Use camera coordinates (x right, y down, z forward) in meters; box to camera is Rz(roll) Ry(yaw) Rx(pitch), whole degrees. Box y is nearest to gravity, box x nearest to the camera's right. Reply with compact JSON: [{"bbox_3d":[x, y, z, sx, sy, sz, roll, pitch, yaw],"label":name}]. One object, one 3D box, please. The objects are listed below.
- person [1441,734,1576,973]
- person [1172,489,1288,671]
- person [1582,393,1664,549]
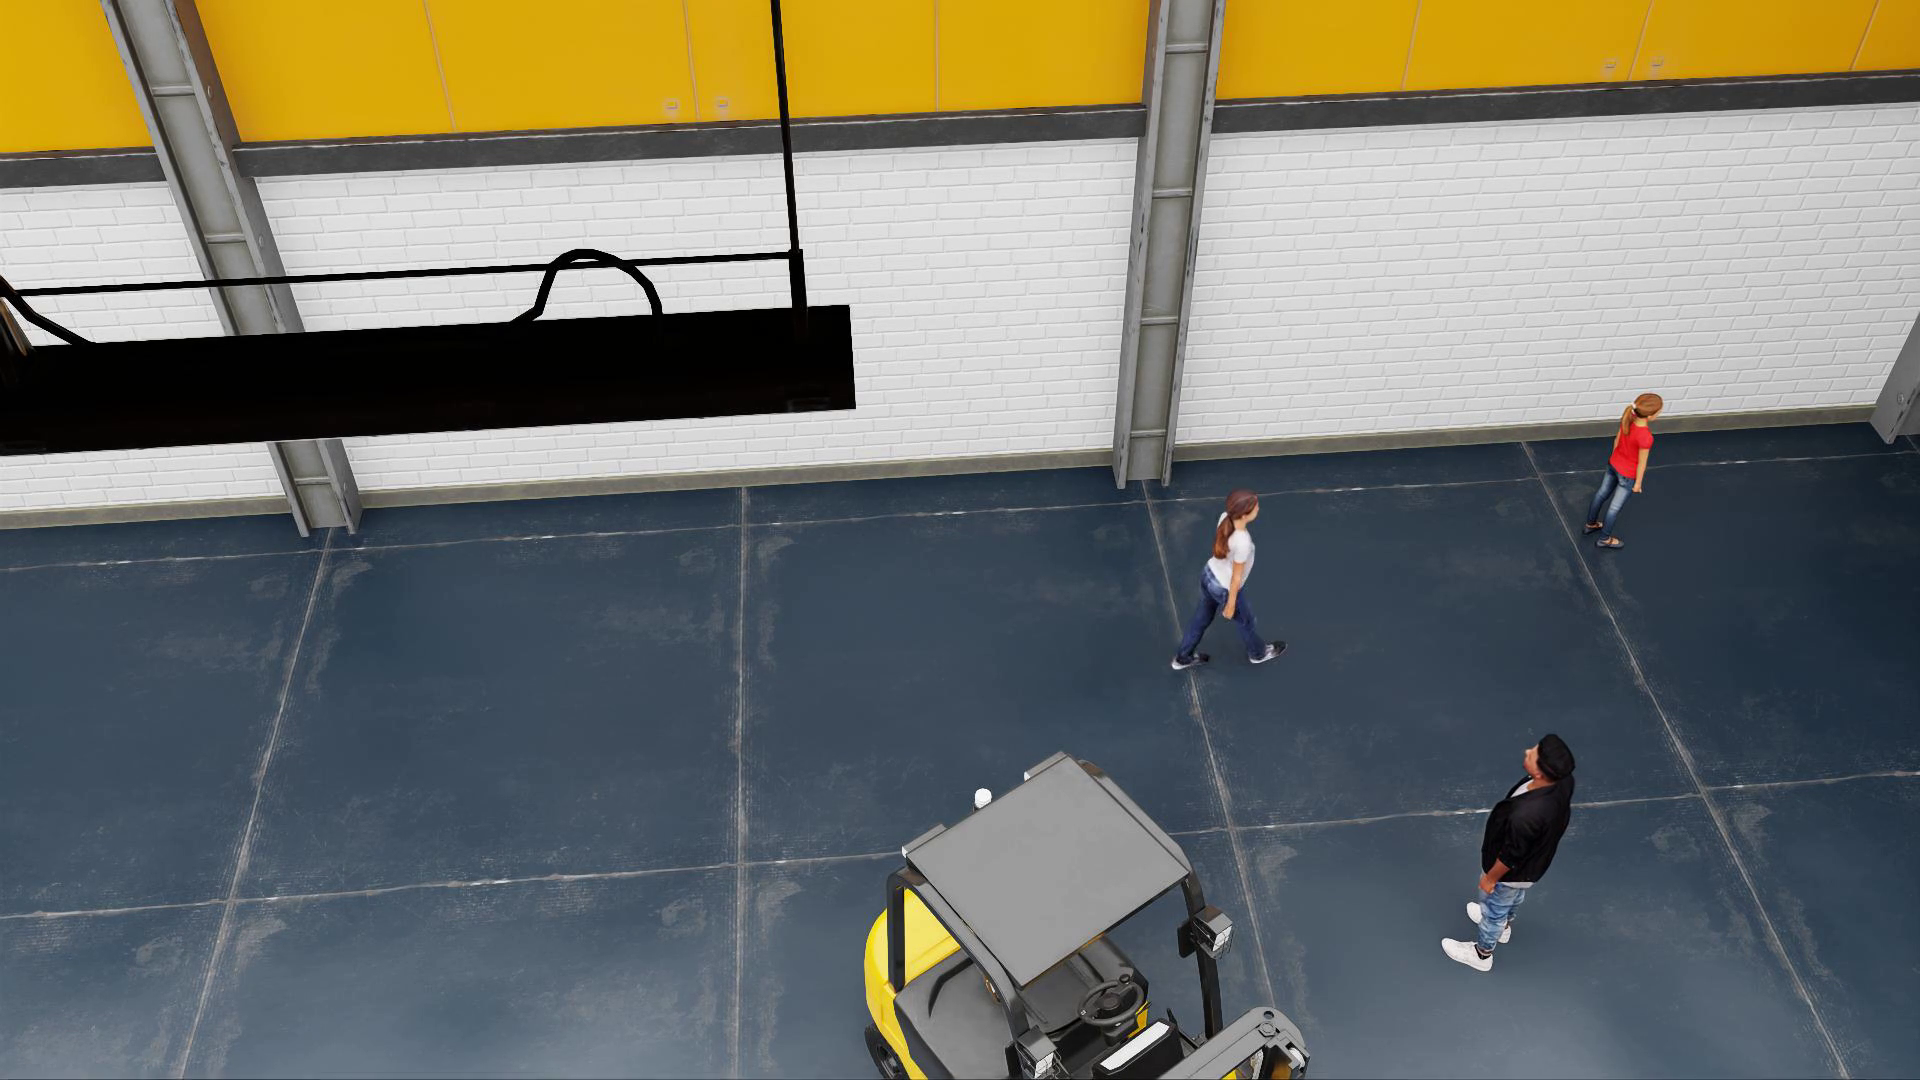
[{"bbox_3d":[3.016,1.687,8.979,0.840,1.814,0.776,31,52,28],"label":"person"},{"bbox_3d":[1.630,0.297,10.646,1.037,1.527,0.709,-12,45,-12],"label":"person"},{"bbox_3d":[4.643,-0.502,11.642,0.521,1.309,0.521,-10,45,-11],"label":"person"}]
